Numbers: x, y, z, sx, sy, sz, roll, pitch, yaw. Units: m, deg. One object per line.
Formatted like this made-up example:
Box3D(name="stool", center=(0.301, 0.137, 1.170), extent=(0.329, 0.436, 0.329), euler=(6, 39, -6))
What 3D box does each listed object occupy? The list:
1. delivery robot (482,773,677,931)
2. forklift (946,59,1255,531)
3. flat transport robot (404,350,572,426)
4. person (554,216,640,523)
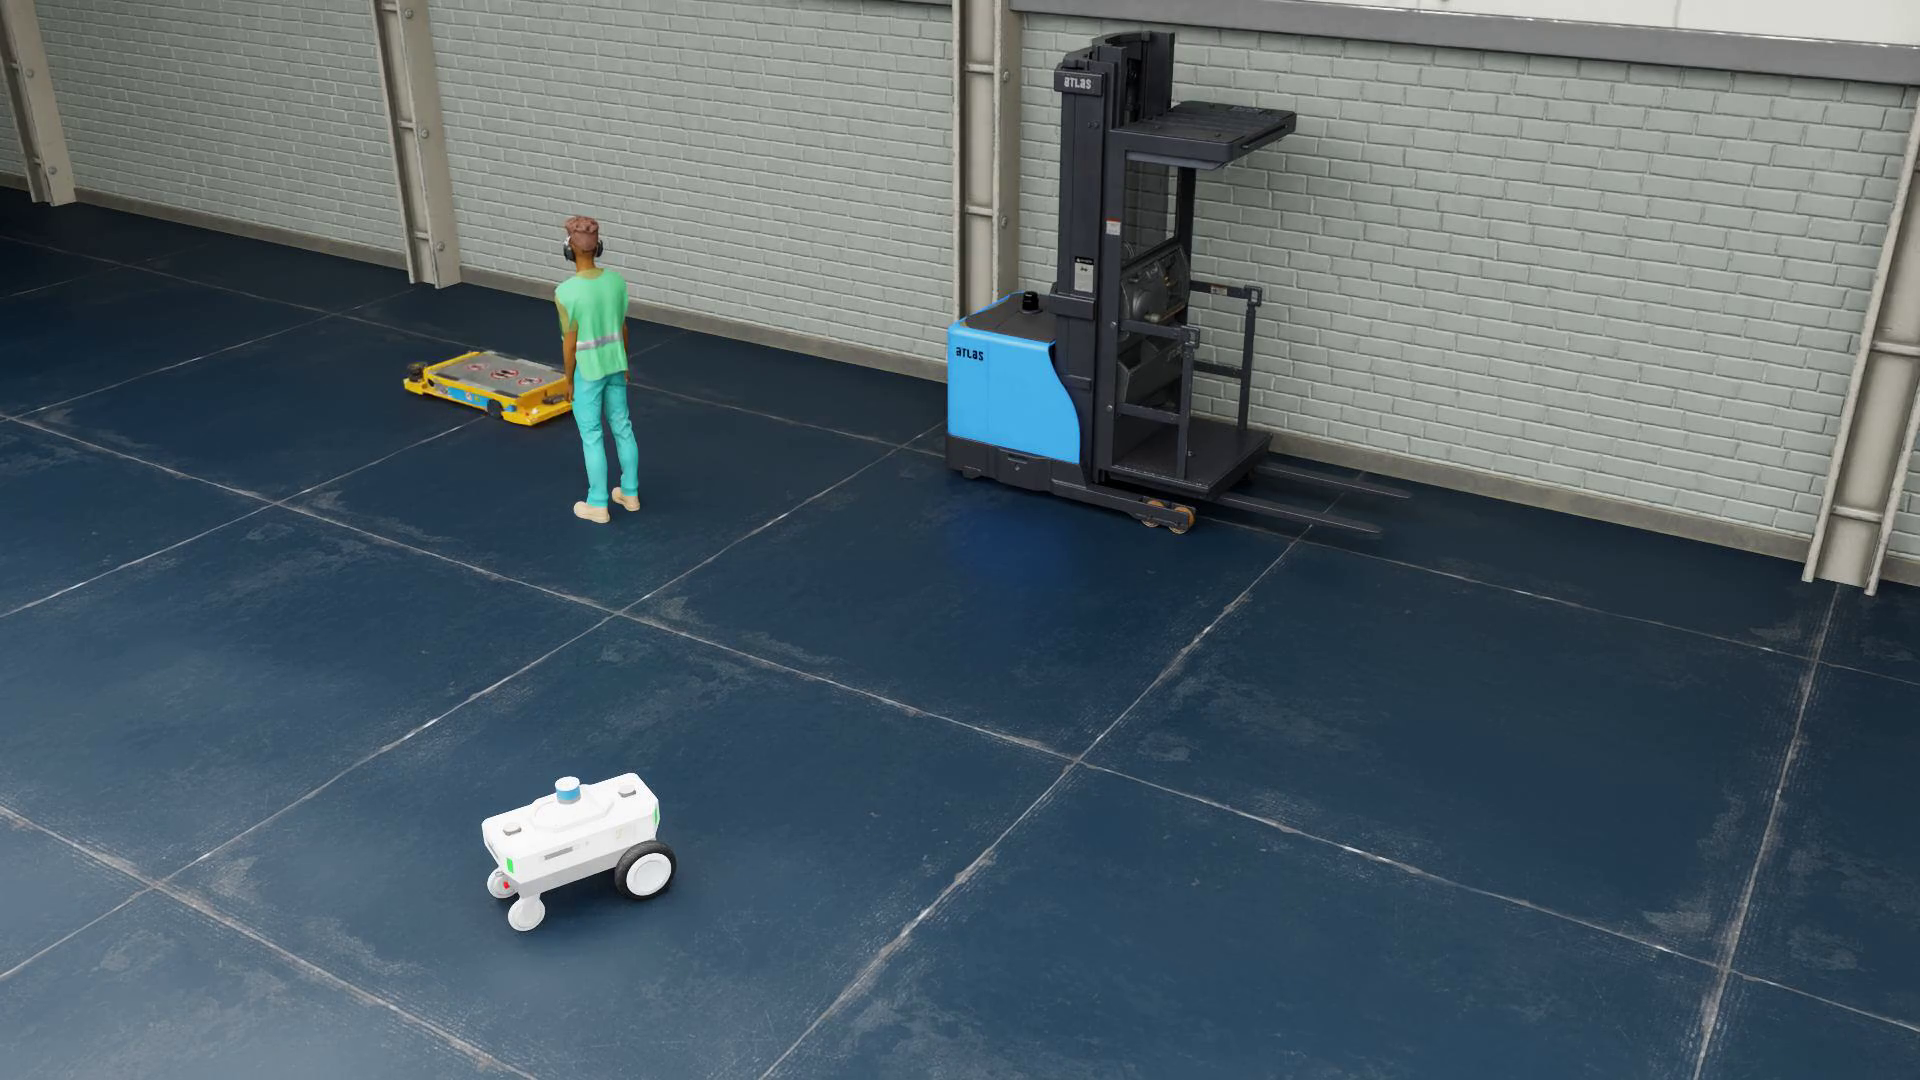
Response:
Box3D(name="delivery robot", center=(-1.663, 1.293, 7.173), extent=(0.766, 0.580, 0.499), euler=(-16, 29, -29))
Box3D(name="forklift", center=(0.933, -1.707, 10.833), extent=(1.873, 2.768, 1.129), euler=(15, 29, 28))
Box3D(name="flat transport robot", center=(-3.545, -1.186, 12.767), extent=(1.431, 0.231, 0.659), euler=(17, 30, 31))
Box3D(name="person", center=(-2.292, -1.063, 10.514), extent=(0.405, 1.978, 0.483), euler=(22, 33, 39))
